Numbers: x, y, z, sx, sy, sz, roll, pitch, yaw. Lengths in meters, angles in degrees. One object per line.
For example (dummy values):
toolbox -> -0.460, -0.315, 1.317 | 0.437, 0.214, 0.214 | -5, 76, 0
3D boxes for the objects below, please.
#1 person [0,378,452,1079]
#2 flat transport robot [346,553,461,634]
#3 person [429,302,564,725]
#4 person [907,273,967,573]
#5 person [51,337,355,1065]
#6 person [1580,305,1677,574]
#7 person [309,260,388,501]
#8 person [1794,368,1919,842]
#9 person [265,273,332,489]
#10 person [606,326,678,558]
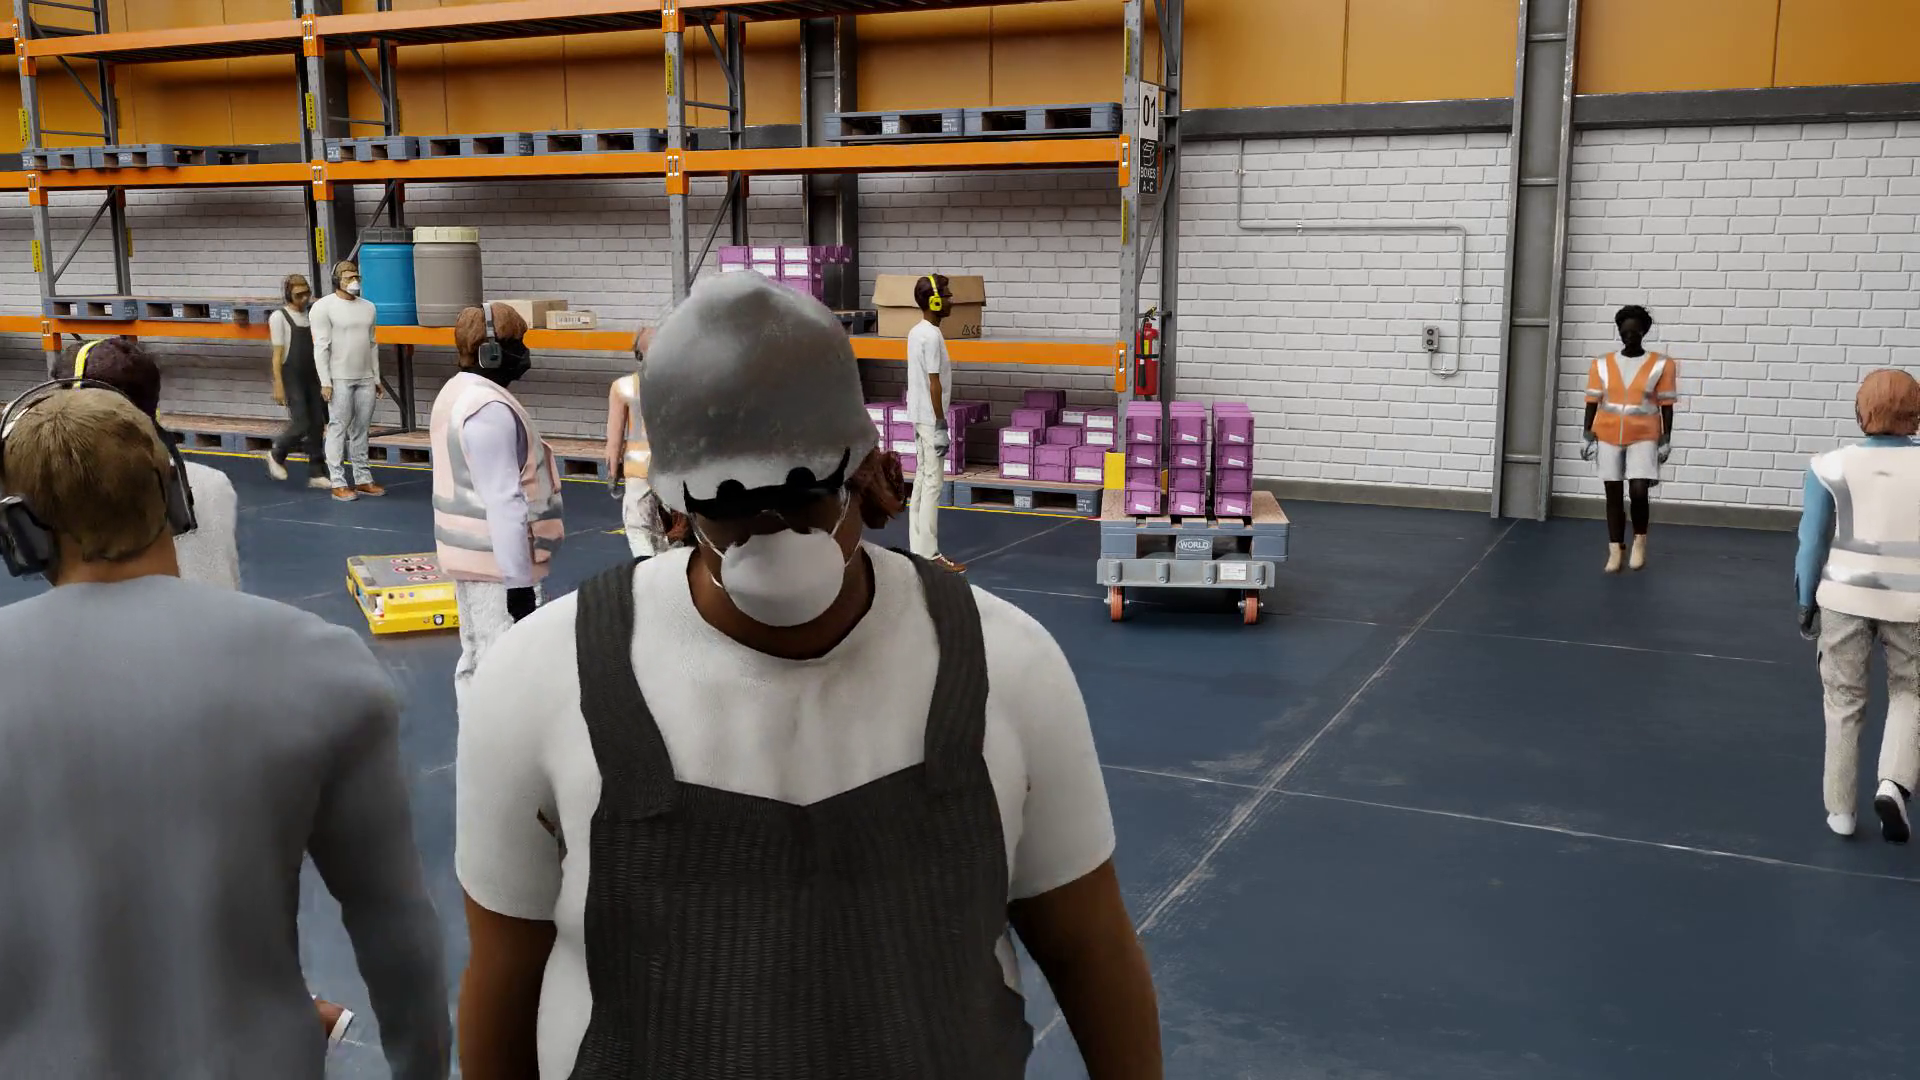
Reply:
person -> -0.987, 0.743, 2.104 | 0.695, 1.865, 1.089 | -5, 11, -26
flat transport robot -> -3.040, 0.266, 9.350 | 0.652, 0.197, 1.431 | -5, 11, -25
person -> -1.602, 0.099, 5.817 | 0.429, 1.845, 0.621 | -6, 11, -29
person -> -0.164, -0.727, 10.452 | 0.328, 1.876, 0.515 | -3, 10, -15
person -> -1.749, 0.453, 3.836 | 0.630, 1.838, 0.523 | 3, 10, 16
person -> 4.145, -0.618, 10.364 | 0.544, 1.678, 0.374 | 7, 12, 34
person -> -4.955, -1.296, 13.528 | 0.373, 1.940, 0.628 | 5, 11, 28
person -> 3.083, 0.239, 5.592 | 0.522, 1.626, 0.416 | 6, 11, 29
person -> -5.583, -1.320, 13.984 | 0.517, 1.825, 0.593 | 5, 11, 24
person -> -1.656, -0.357, 9.077 | 0.531, 1.617, 0.714 | -5, 11, -25
